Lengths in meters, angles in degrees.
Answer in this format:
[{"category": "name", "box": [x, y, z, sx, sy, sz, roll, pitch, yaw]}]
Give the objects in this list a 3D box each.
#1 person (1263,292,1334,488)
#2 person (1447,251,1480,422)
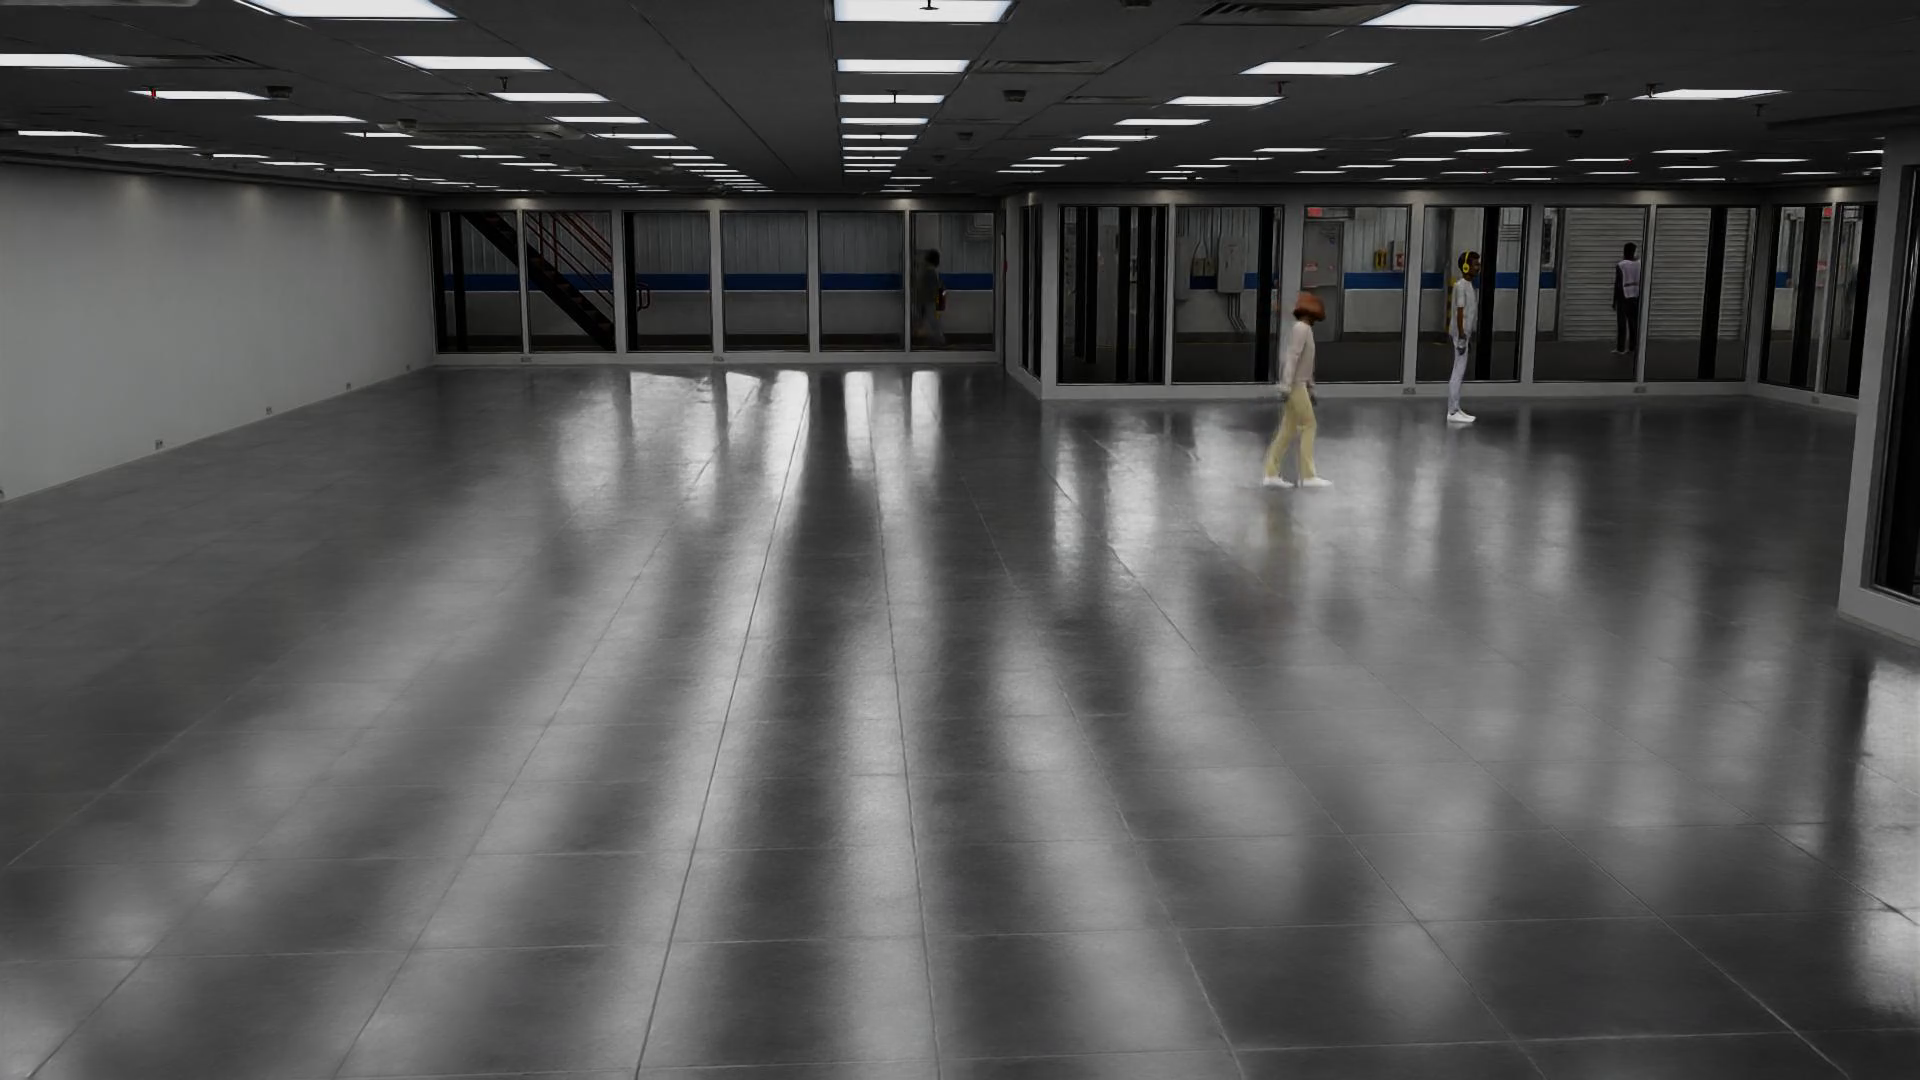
[{"category": "person", "box": [2.799, -1.214, 13.549, 0.639, 1.592, 0.567, 2, 11, 10]}, {"category": "person", "box": [5.570, -2.236, 18.353, 0.329, 1.872, 0.508, 4, 11, 21]}]
